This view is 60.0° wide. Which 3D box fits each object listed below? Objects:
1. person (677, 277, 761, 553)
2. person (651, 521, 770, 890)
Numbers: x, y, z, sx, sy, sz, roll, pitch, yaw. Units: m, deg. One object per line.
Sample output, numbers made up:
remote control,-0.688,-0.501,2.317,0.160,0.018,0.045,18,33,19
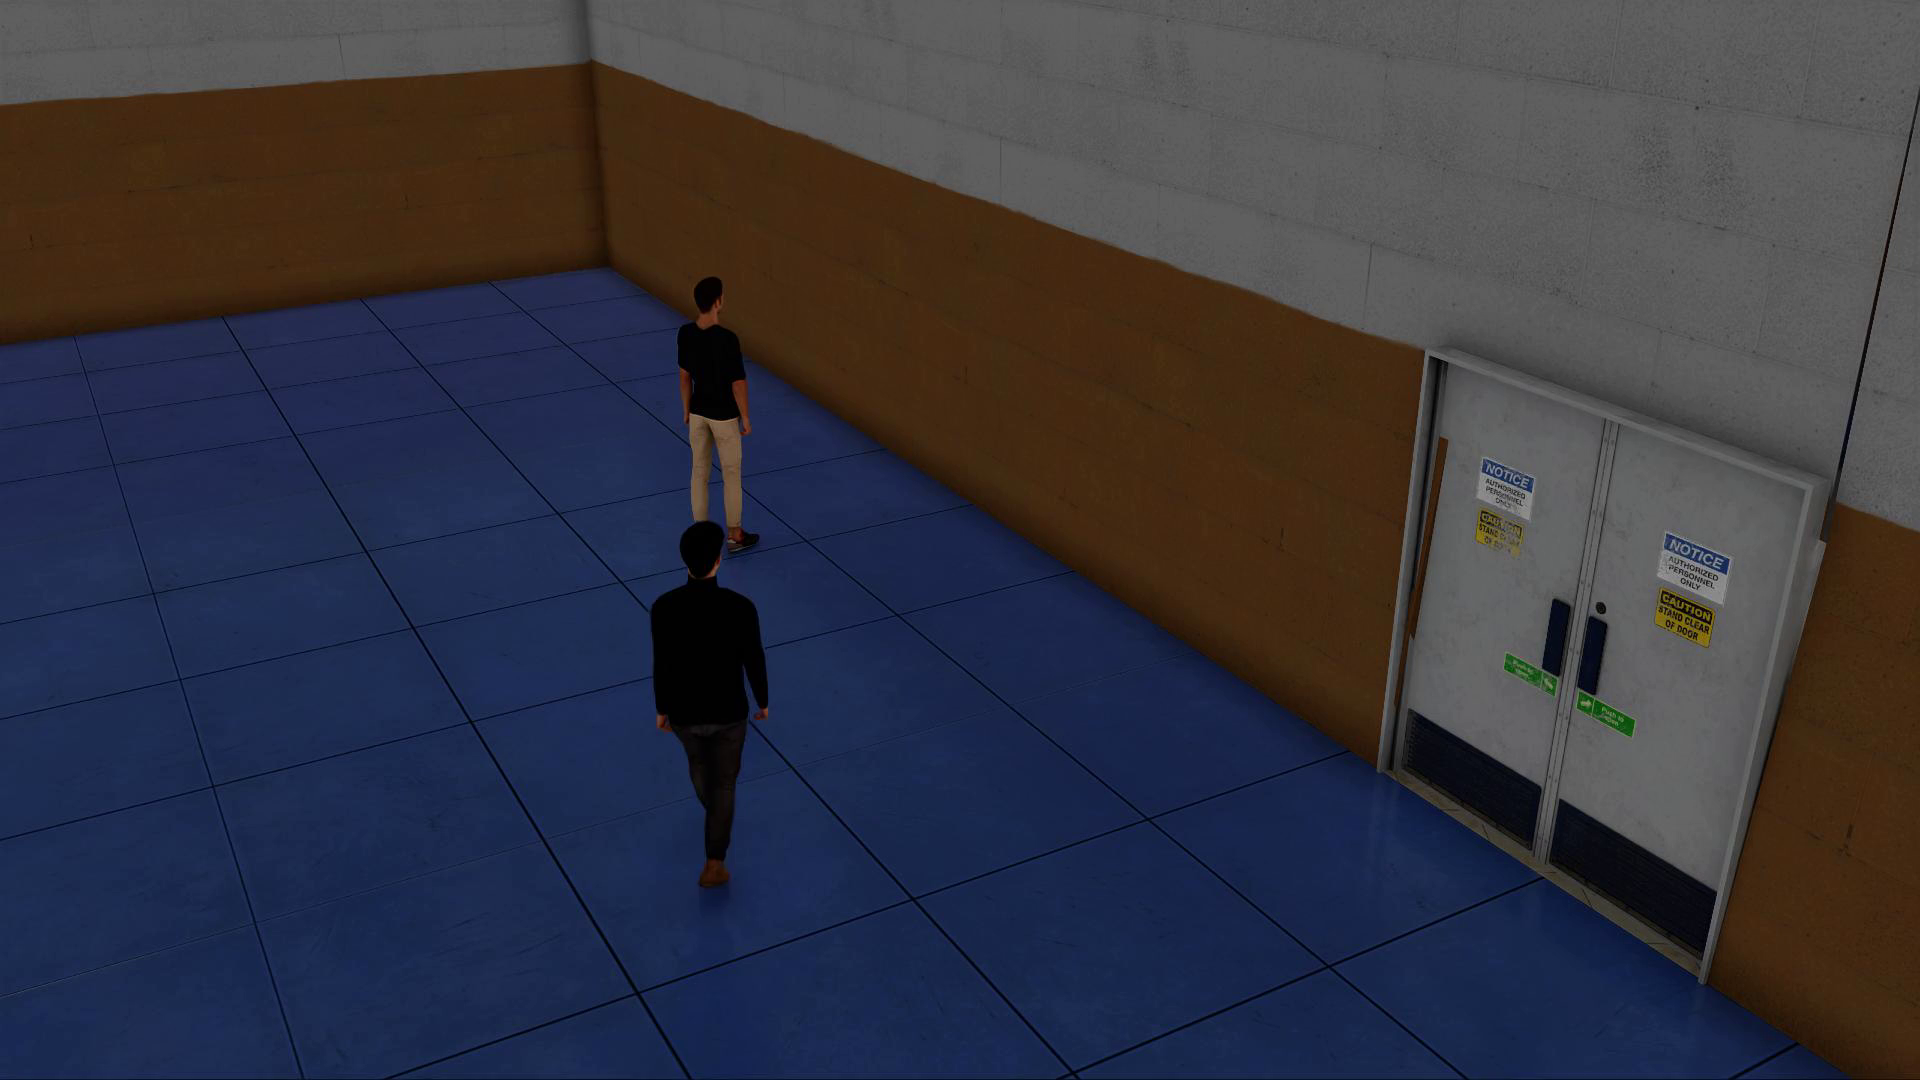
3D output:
person,-1.630,-0.828,11.025,0.722,1.856,0.743,10,25,21
person,-1.160,0.784,7.577,1.124,1.693,1.088,2,24,5
